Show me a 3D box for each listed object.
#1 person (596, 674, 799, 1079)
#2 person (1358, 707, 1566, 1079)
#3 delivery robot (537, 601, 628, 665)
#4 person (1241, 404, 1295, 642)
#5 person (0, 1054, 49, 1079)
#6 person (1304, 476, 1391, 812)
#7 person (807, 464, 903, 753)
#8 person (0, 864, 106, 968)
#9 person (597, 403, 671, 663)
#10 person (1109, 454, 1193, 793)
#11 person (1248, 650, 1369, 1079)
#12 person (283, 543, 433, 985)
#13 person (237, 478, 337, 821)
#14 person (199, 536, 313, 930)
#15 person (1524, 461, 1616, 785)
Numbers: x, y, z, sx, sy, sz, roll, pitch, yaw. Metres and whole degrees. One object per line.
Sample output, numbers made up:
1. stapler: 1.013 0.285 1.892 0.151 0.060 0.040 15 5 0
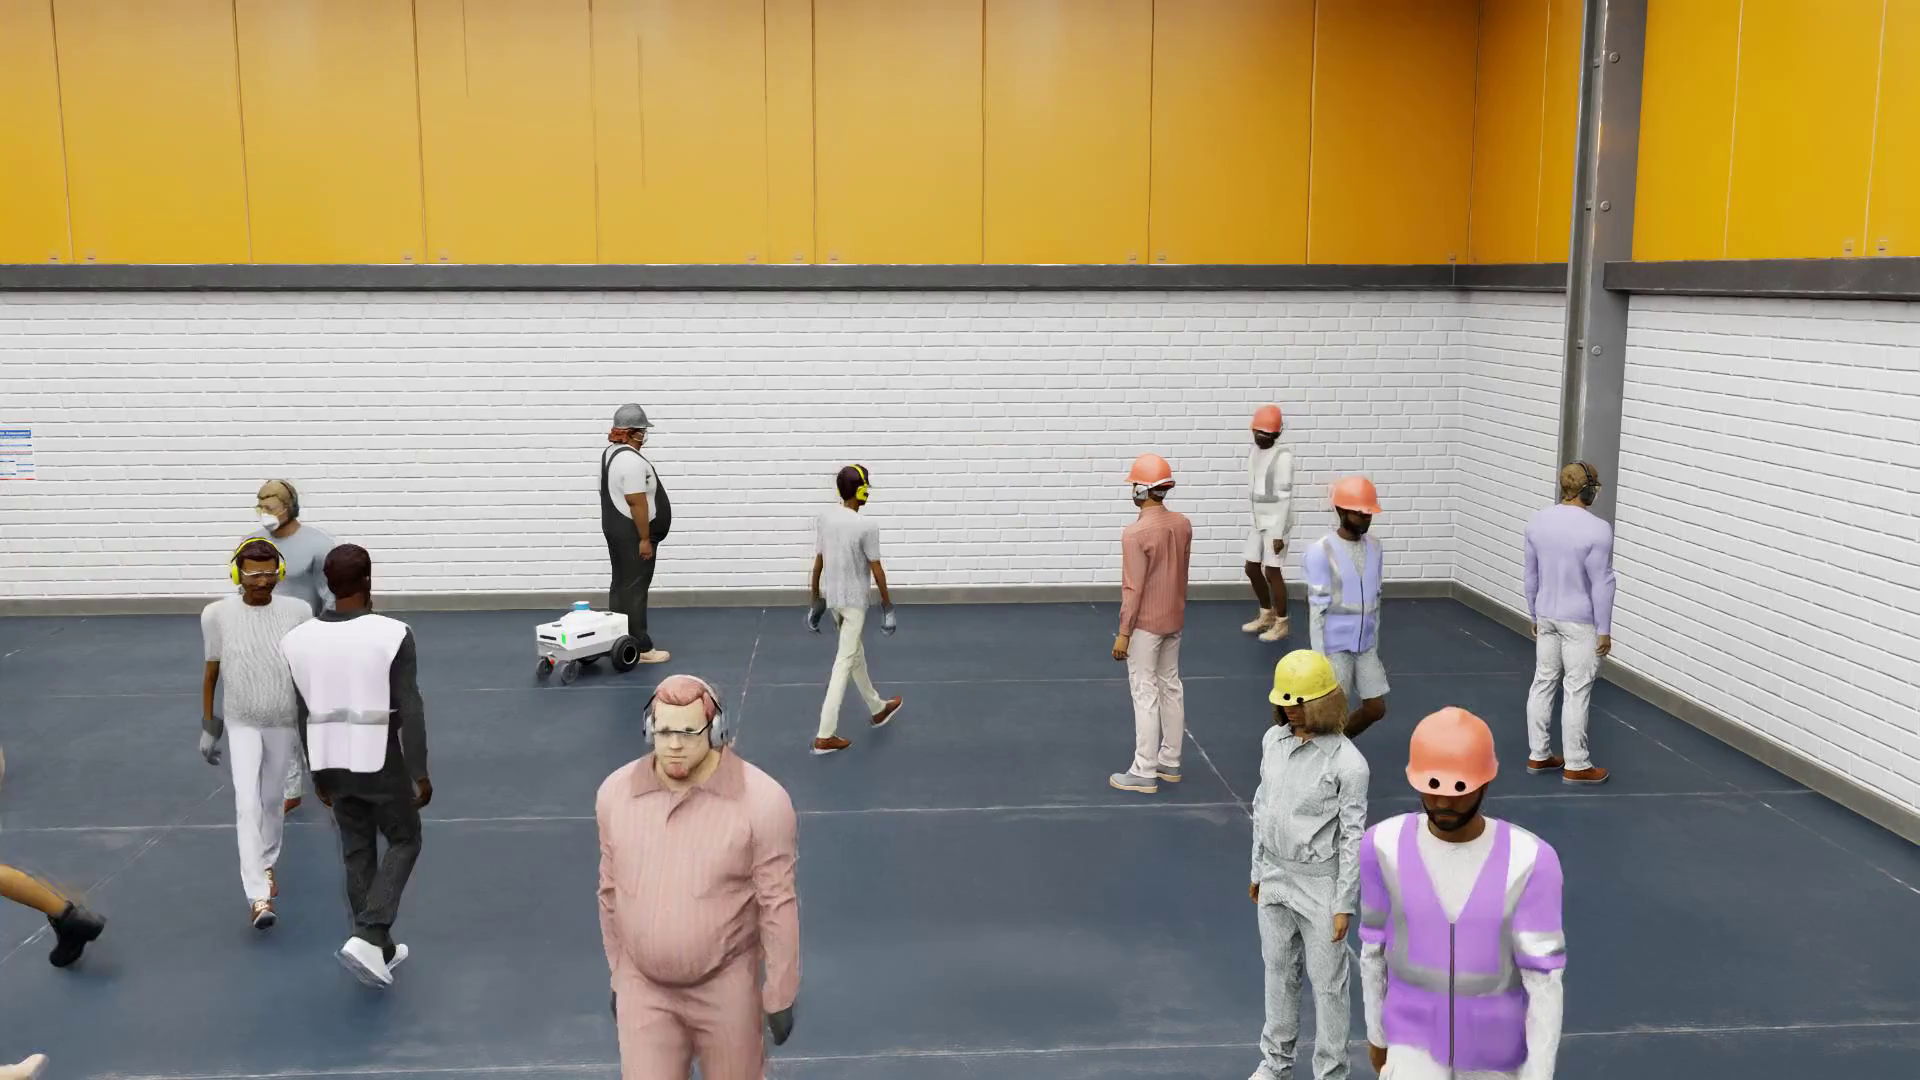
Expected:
1. person: -0.784 1.301 5.086 0.643 1.879 0.822 2 9 10
2. person: 1.323 1.386 4.493 0.558 1.885 0.982 3 10 21
3. delivery robot: -2.861 0.709 12.624 0.477 0.478 0.707 6 11 34
4. person: 2.534 -0.131 13.671 0.553 1.994 0.634 -4 10 -23
5. person: -3.650 1.313 5.673 0.879 1.644 0.552 -7 12 -39
6. person: 2.179 0.580 9.436 0.551 1.920 0.455 -5 10 -27
7. person: -0.656 0.417 10.787 0.554 1.819 0.971 8 12 41
8. person: -4.183 0.976 7.049 0.836 1.905 0.547 -7 11 -37
9. person: -2.544 -0.064 13.117 0.536 2.000 0.672 -6 11 -31
10. person: 1.119 0.487 9.799 0.379 1.996 0.611 8 12 41
11. person: 1.207 1.235 5.916 0.305 1.736 0.484 -7 11 -36
12. person: -2.567 0.970 7.074 0.611 1.897 0.490 1 9 8
13. person: -3.729 0.590 9.398 0.634 1.918 0.637 3 9 16
14. person: -3.264 0.897 7.805 0.528 1.806 0.984 -5 10 -30
15. person: 3.651 0.489 9.967 0.373 1.940 0.628 -5 10 -29
